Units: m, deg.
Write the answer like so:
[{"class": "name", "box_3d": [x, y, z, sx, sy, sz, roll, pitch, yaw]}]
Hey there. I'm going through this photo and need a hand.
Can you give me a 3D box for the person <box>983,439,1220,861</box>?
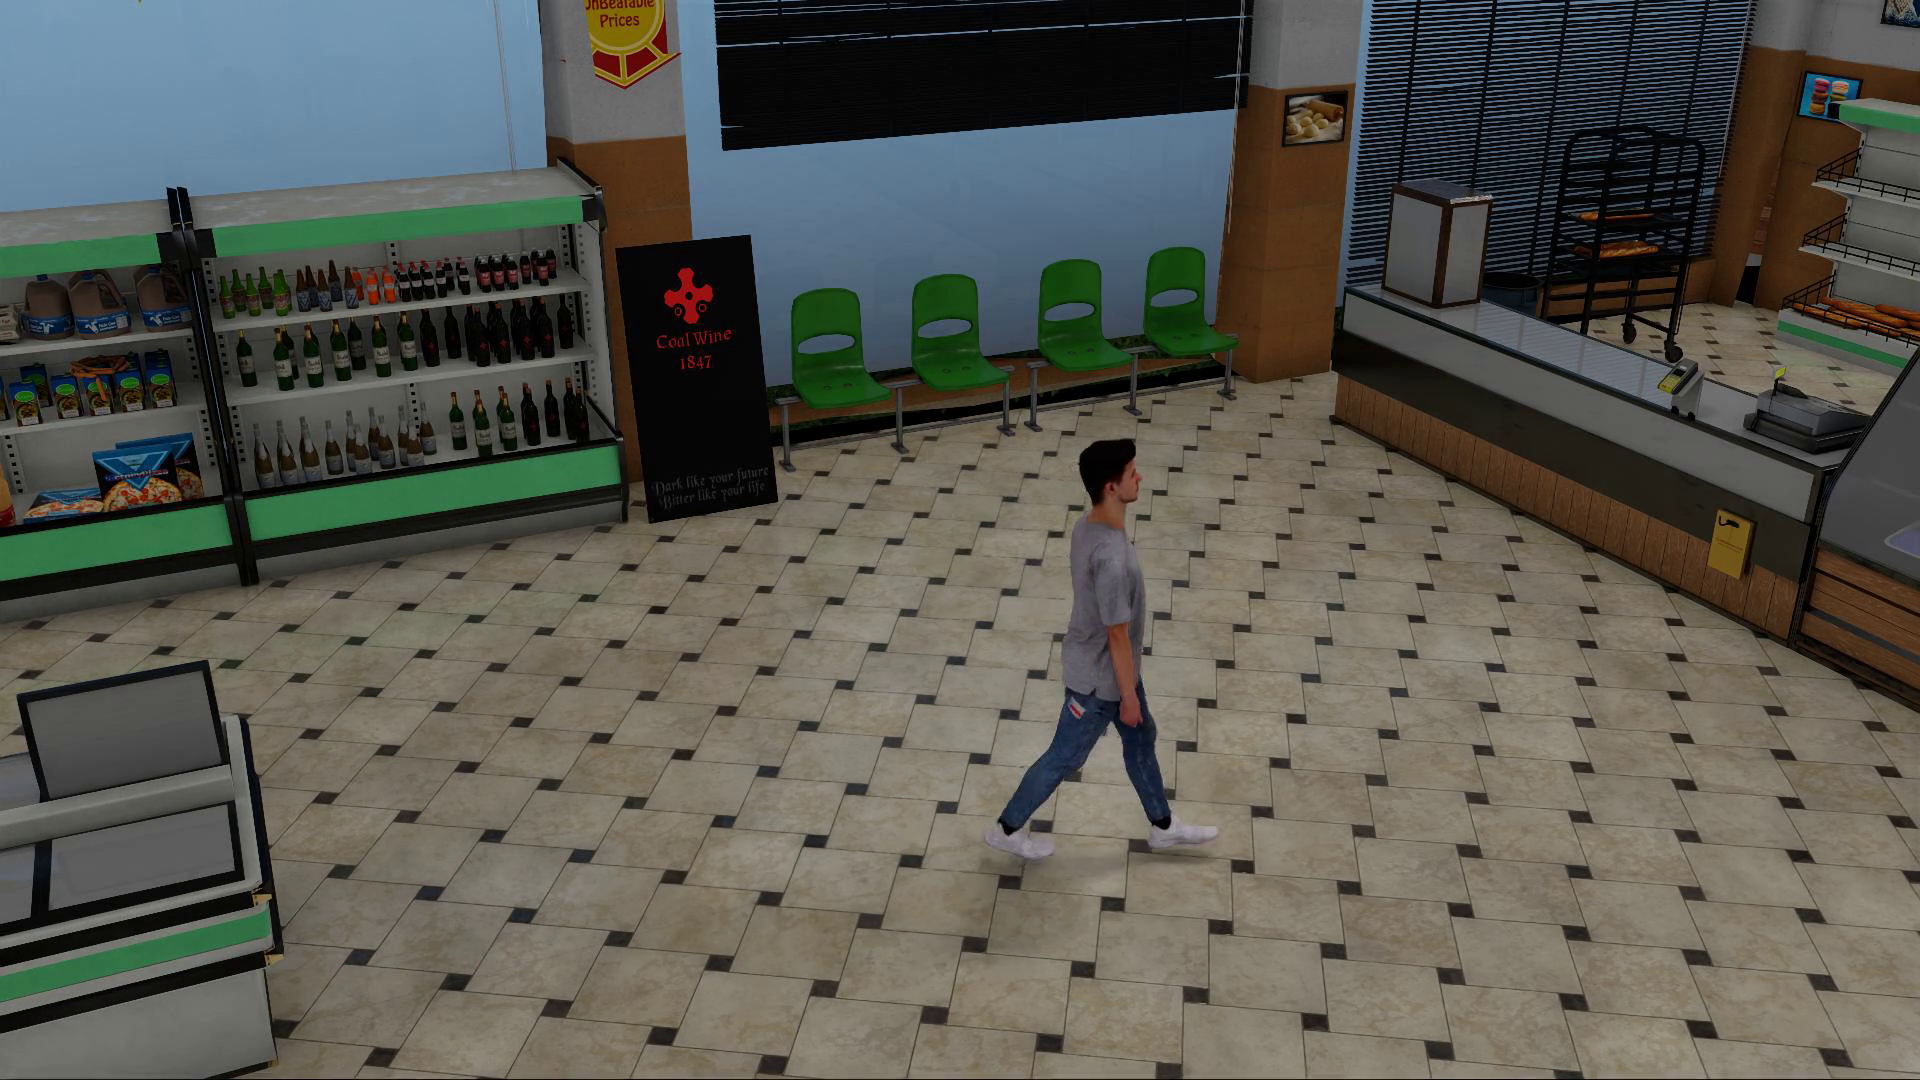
[{"class": "person", "box_3d": [0.480, 0.512, 6.655, 1.323, 1.843, 1.054, 0, 24, 0]}]
